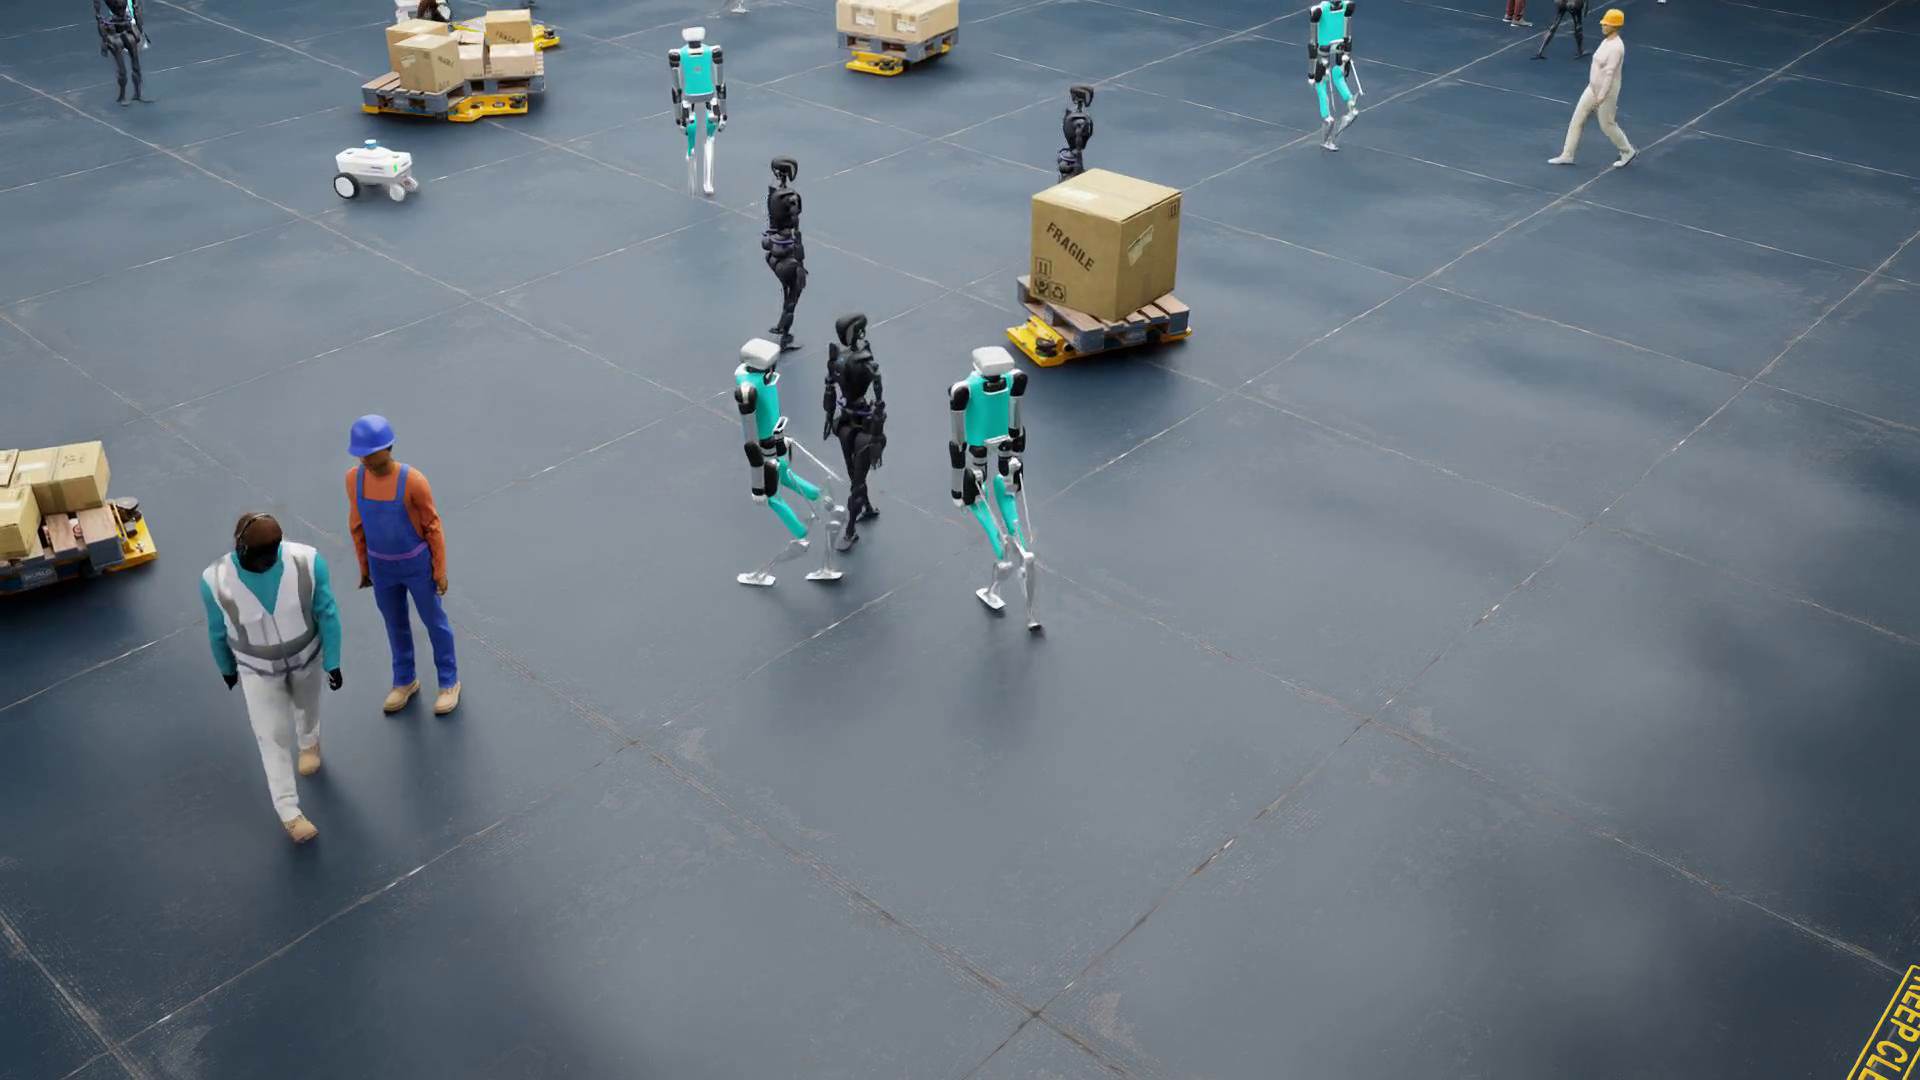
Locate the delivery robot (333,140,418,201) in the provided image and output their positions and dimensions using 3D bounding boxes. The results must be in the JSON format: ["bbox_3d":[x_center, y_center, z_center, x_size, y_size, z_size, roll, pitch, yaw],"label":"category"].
[{"bbox_3d":[-5.997,-3.774,16.979,0.792,0.614,0.499,7,33,11],"label":"delivery robot"}]

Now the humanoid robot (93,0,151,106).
[{"bbox_3d":[-9.759,-5.904,19.359,0.433,1.635,0.613,17,36,26],"label":"humanoid robot"}]

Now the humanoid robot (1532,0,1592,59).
[{"bbox_3d":[7.711,-6.873,20.940,0.793,1.627,0.593,-13,34,-20],"label":"humanoid robot"}]

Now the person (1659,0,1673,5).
[{"bbox_3d":[10.123,-8.447,23.272,0.509,1.838,0.840,8,33,12],"label":"person"}]

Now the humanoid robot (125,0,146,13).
[{"bbox_3d":[-11.536,-8.025,22.776,0.543,1.888,0.680,-13,34,-20],"label":"humanoid robot"}]

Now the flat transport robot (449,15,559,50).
[{"bbox_3d":[-6.019,-6.659,21.877,1.431,0.231,0.659,20,37,29],"label":"flat transport robot"}]

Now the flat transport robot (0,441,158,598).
[{"bbox_3d":[-6.131,0.110,10.976,1.431,0.231,0.659,-18,36,-27],"label":"flat transport robot"}]

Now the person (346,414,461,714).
[{"bbox_3d":[-3.144,0.142,9.372,0.514,1.909,0.374,4,32,6],"label":"person"}]

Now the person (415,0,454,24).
[{"bbox_3d":[-7.137,-7.723,22.029,0.550,1.924,0.678,-10,33,-16],"label":"person"}]

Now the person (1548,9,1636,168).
[{"bbox_3d":[6.779,-4.710,17.413,0.818,1.660,0.471,-3,32,-4],"label":"person"}]

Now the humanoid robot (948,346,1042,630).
[{"bbox_3d":[0.300,-0.215,10.202,0.549,1.900,0.767,-19,36,-27],"label":"humanoid robot"}]

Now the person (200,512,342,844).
[{"bbox_3d":[-3.538,0.631,8.699,0.637,1.786,0.936,-17,36,-26],"label":"person"}]

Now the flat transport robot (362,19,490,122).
[{"bbox_3d":[-6.162,-5.098,19.364,1.431,0.231,0.659,9,33,14],"label":"flat transport robot"}]

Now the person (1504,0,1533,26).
[{"bbox_3d":[7.634,-7.837,22.319,0.380,1.806,0.549,-5,32,-8],"label":"person"}]

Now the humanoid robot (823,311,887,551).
[{"bbox_3d":[-0.717,-0.752,11.037,0.559,1.643,0.589,-27,41,-37],"label":"humanoid robot"}]

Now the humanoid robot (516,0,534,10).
[{"bbox_3d":[-6.164,-8.180,22.992,0.601,1.653,0.322,-21,38,-30],"label":"humanoid robot"}]

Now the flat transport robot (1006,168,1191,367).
[{"bbox_3d":[1.166,-1.797,14.047,1.431,0.231,0.659,-14,34,-21],"label":"flat transport robot"}]

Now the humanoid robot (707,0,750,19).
[{"bbox_3d":[-3.079,-7.942,22.579,0.835,1.795,0.536,11,34,18],"label":"humanoid robot"}]

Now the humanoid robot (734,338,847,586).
[{"bbox_3d":[-1.016,-0.422,10.462,0.885,1.778,0.558,5,32,8],"label":"humanoid robot"}]

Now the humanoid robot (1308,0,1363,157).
[{"bbox_3d":[4.040,-4.903,17.761,0.545,1.890,0.717,-14,34,-21],"label":"humanoid robot"}]

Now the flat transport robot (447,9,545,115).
[{"bbox_3d":[-5.523,-5.333,19.742,0.659,0.231,1.431,-6,32,-10],"label":"flat transport robot"}]

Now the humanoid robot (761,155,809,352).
[{"bbox_3d":[-1.427,-2.336,13.582,0.368,1.643,0.608,-16,35,-24],"label":"humanoid robot"}]

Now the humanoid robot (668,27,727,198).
[{"bbox_3d":[-2.618,-4.252,16.691,0.536,1.877,0.737,-8,33,-12],"label":"humanoid robot"}]

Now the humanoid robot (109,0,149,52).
[{"bbox_3d":[-10.716,-7.053,21.126,0.546,1.805,0.687,-12,34,-18],"label":"humanoid robot"}]

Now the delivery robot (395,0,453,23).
[{"bbox_3d":[-7.329,-7.362,22.755,0.790,0.614,0.499,-11,33,-17],"label":"delivery robot"}]

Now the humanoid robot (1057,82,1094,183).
[{"bbox_3d":[1.054,-3.390,15.284,0.317,1.648,0.609,0,32,-1],"label":"humanoid robot"}]

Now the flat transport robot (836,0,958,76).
[{"bbox_3d":[-0.769,-6.187,21.117,0.659,0.231,1.431,18,36,26],"label":"flat transport robot"}]
